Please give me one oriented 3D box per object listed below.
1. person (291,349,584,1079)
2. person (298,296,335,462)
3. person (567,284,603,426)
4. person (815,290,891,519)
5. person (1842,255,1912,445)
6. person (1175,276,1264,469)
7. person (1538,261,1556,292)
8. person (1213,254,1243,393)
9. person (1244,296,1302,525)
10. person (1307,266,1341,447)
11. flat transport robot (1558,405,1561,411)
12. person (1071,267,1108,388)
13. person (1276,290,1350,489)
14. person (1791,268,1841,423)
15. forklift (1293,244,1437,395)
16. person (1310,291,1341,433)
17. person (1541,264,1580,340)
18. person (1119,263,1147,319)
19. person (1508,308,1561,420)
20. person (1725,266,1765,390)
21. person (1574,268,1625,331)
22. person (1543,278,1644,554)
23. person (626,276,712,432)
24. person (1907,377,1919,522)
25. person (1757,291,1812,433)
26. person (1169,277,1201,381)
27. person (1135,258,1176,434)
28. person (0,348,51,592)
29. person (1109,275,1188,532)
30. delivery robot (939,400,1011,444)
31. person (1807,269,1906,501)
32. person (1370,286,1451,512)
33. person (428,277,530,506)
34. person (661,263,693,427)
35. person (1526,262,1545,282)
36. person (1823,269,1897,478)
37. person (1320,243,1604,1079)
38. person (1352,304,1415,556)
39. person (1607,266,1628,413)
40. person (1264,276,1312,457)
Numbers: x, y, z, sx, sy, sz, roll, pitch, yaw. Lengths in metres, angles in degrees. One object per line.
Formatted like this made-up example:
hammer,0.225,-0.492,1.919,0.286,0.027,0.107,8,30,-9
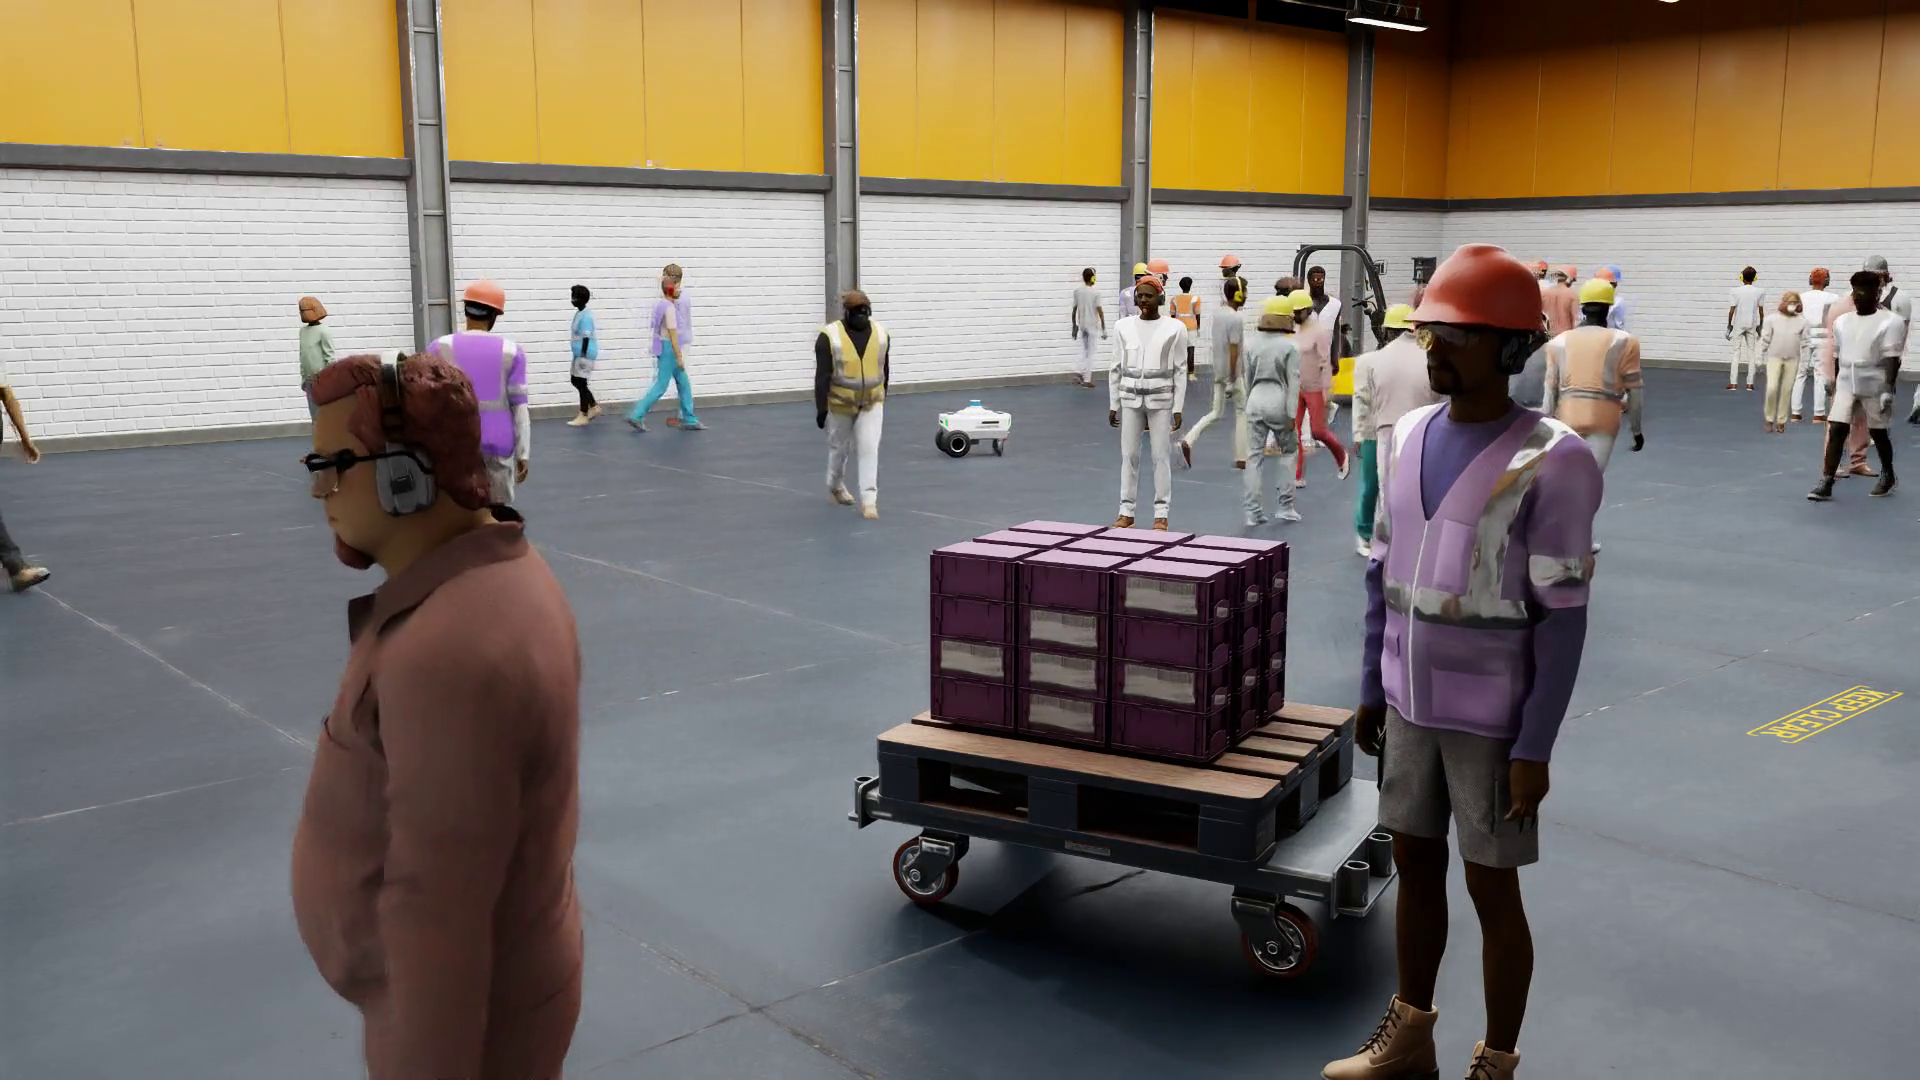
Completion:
person,-0.739,0.680,2.395,0.395,1.898,0.655,-2,10,-11
person,-6.266,-1.550,16.207,0.501,1.631,0.286,7,12,37
person,-4.519,-2.201,19.838,0.400,1.689,0.566,-4,10,-20
person,-0.871,-1.089,13.137,0.633,1.781,0.967,-3,10,-17
person,9.744,-2.033,17.840,0.688,2.000,0.536,9,13,42
person,2.465,-1.559,15.672,0.827,1.841,0.520,-4,11,-24
person,10.496,-4.080,30.127,0.544,1.939,0.353,3,10,18
person,3.960,-3.171,24.501,0.377,2.044,0.607,5,11,27
person,2.373,-0.976,12.582,0.500,1.720,0.602,7,12,34
person,3.736,-1.935,17.625,0.592,1.920,0.392,-1,10,-7
flat transport robot,8.044,-1.850,21.944,0.652,0.197,1.431,2,10,11
person,2.013,-3.257,25.549,0.527,1.856,0.381,9,13,43
person,3.093,-1.311,14.500,0.709,1.731,0.571,-7,12,-35
person,10.381,-2.360,20.217,0.575,1.883,0.355,9,13,43
forklift,5.256,-2.933,22.661,2.313,2.155,1.214,3,10,16
person,4.192,-2.047,19.128,0.536,1.621,0.529,-6,11,-31
person,7.789,-2.644,21.771,0.971,1.932,0.685,-9,13,-43
person,2.520,-2.917,23.349,0.588,1.927,0.369,0,10,-2
person,4.527,-1.045,13.243,0.498,1.634,0.279,6,11,32
person,11.868,-3.197,25.156,0.533,1.871,0.320,2,10,13
person,7.775,-2.356,20.207,1.005,1.897,0.564,-9,13,-42
person,4.100,-0.761,10.876,0.592,1.886,0.963,9,13,43
person,-3.391,-2.133,19.141,0.955,1.810,0.578,-2,10,-13
person,7.440,-0.931,12.632,0.540,1.622,0.535,0,10,3
person,9.412,-2.027,18.992,0.546,1.617,0.478,4,10,21
person,3.645,-3.408,26.922,0.531,1.694,0.320,5,11,25
person,2.222,-2.202,18.961,0.383,1.996,0.609,-4,11,-23
person,-5.932,-0.587,10.088,0.960,1.793,0.533,3,10,19
person,1.362,-0.981,12.146,0.576,1.882,0.355,3,10,19
delivery robot,0.155,-1.181,16.925,0.707,0.478,0.477,-2,10,-12
person,7.527,-1.279,13.803,0.997,1.922,0.627,-7,12,-34
person,2.303,-0.315,8.238,0.436,1.892,0.653,-6,11,-31
person,-2.692,-0.517,9.373,0.560,1.907,0.714,-4,10,-21
person,-3.351,-2.312,19.772,0.355,1.938,0.634,-1,10,-7
person,8.045,-2.938,23.411,1.044,1.929,0.634,3,10,17
person,8.277,-1.528,15.297,0.674,1.903,0.400,-3,10,-15
person,1.125,0.365,3.781,0.364,2.048,0.608,-5,11,-29
person,2.819,-0.687,10.920,0.527,1.722,0.921,1,10,4
person,8.334,-2.594,21.558,0.609,1.895,0.960,-4,10,-22
person,3.219,-1.742,16.796,0.801,1.810,0.663,0,10,1
